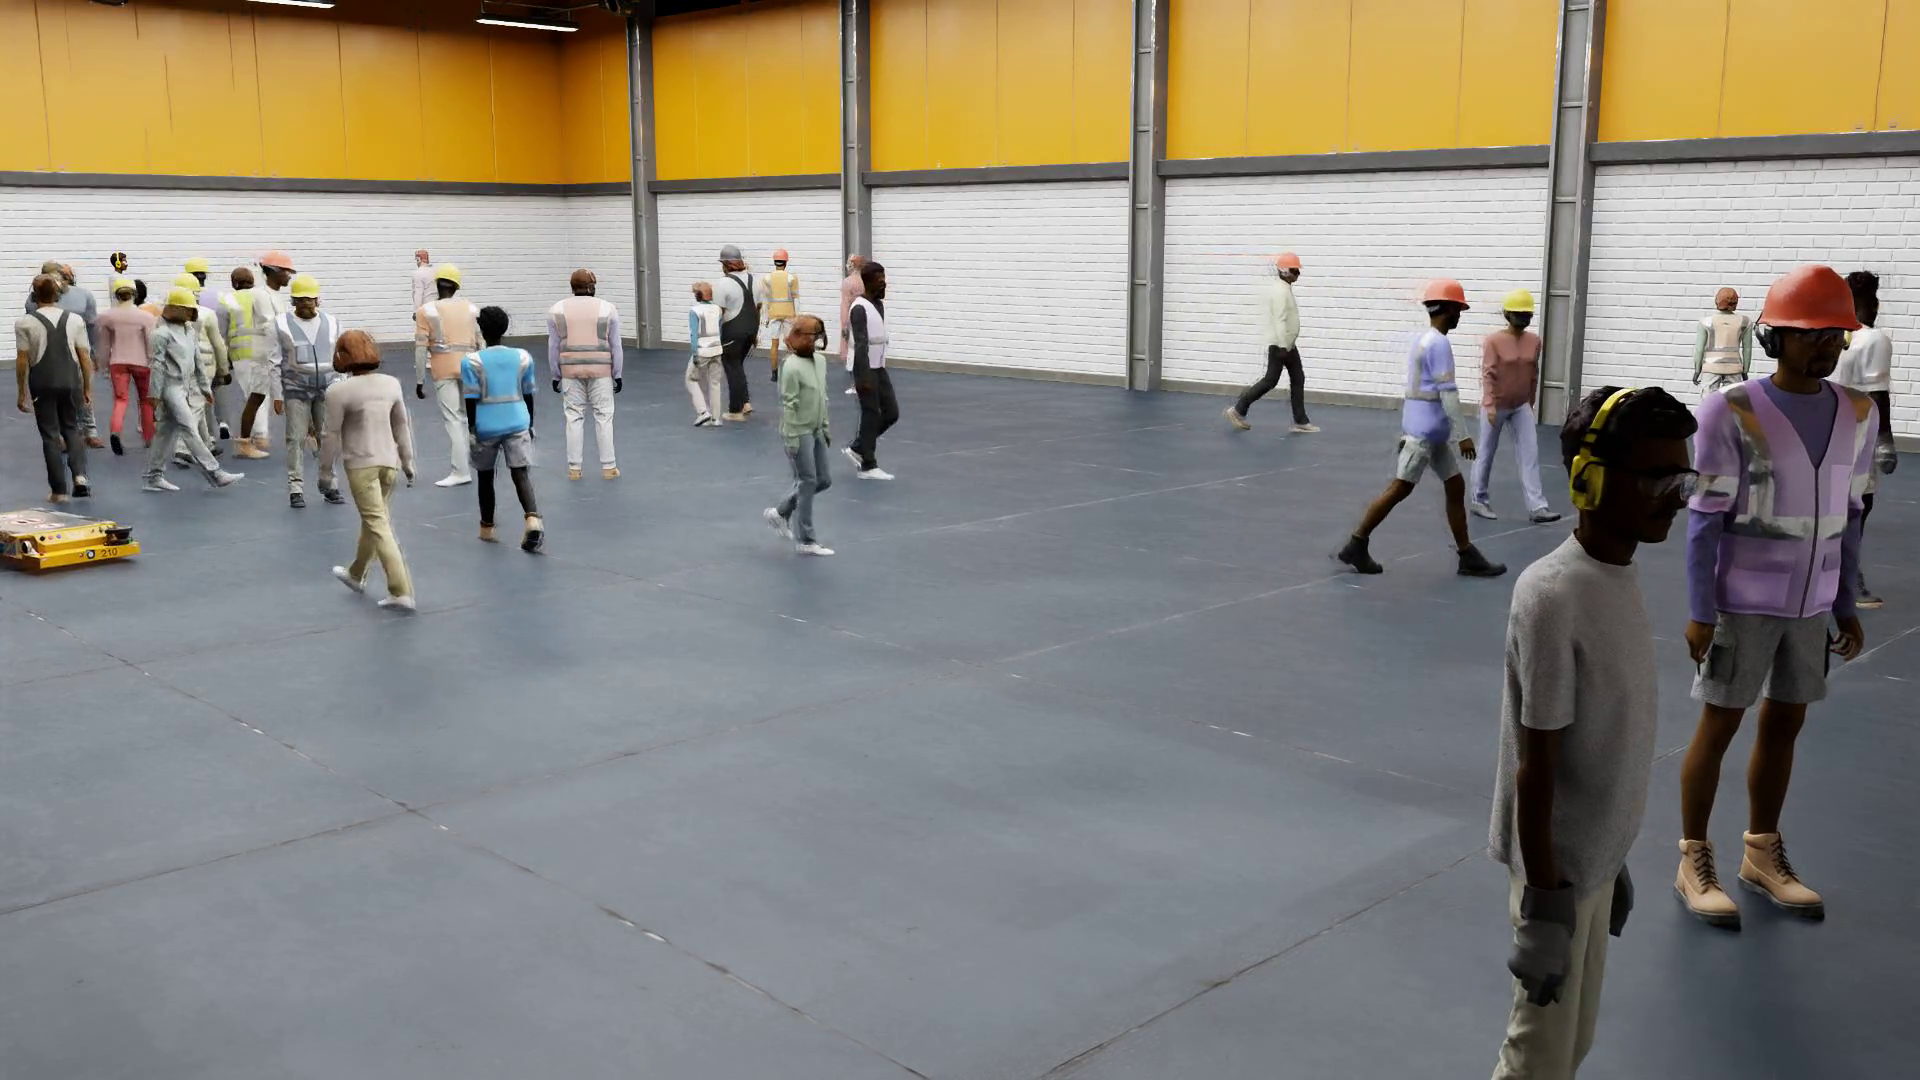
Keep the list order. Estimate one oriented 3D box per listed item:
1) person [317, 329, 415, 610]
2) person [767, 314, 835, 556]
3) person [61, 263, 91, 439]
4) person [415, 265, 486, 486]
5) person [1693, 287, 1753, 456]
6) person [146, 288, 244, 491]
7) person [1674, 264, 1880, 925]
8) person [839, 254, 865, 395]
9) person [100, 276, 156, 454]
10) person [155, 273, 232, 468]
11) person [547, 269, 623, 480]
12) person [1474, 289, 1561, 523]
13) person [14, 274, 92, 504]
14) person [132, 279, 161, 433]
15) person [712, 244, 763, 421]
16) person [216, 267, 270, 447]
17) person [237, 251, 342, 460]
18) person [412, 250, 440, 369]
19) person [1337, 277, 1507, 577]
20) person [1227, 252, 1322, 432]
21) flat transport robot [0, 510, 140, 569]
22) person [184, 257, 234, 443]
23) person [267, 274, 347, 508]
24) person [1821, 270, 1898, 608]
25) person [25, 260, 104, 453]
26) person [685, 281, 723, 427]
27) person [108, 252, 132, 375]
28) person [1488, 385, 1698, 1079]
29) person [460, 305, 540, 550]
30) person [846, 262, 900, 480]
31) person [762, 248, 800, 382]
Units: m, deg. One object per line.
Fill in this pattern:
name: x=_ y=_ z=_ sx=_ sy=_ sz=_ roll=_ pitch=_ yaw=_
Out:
person: x=-3.461 y=-0.411 z=9.608 sx=0.850 sy=1.588 sz=0.534 roll=6 pitch=12 yaw=30
person: x=-1.074 y=-0.701 z=11.101 sx=0.463 sy=1.617 sz=0.526 roll=4 pitch=11 yaw=22
person: x=-9.159 y=-1.921 z=17.140 sx=0.605 sy=1.844 sz=0.547 roll=0 pitch=10 yaw=1
person: x=-4.396 y=-1.423 z=14.382 sx=0.676 sy=1.874 sz=0.637 roll=10 pitch=14 yaw=44
person: x=7.279 y=-1.590 z=15.905 sx=0.515 sy=1.640 sz=0.315 roll=3 pitch=11 yaw=14
person: x=-6.390 y=-1.232 z=13.778 sx=0.927 sy=1.684 sz=0.501 roll=0 pitch=10 yaw=2
person: x=2.543 y=0.180 z=5.153 sx=0.609 sy=2.043 sz=0.397 roll=-2 pitch=11 yaw=-12
person: x=-1.350 y=-2.857 z=22.131 sx=0.554 sy=1.890 sz=0.651 roll=9 pitch=13 yaw=39
person: x=-8.206 y=-1.725 z=16.396 sx=0.547 sy=1.729 sz=0.824 roll=-2 pitch=11 yaw=-11
person: x=-7.156 y=-1.577 z=15.451 sx=0.579 sy=1.791 sz=0.927 roll=2 pitch=11 yaw=12
person: x=-3.266 y=-1.443 z=14.563 sx=0.634 sy=1.839 sz=0.429 roll=-1 pitch=10 yaw=-6
person: x=4.094 y=-0.969 z=12.265 sx=0.540 sy=1.728 sz=0.855 roll=-3 pitch=11 yaw=-16
person: x=-7.207 y=-1.192 z=13.224 sx=0.387 sy=1.829 sz=0.519 roll=9 pitch=14 yaw=40
person: x=-8.631 y=-1.964 z=17.831 sx=0.603 sy=1.673 sz=0.547 roll=2 pitch=11 yaw=12
person: x=-2.638 y=-2.392 z=19.186 sx=0.561 sy=2.000 sz=0.704 roll=7 pitch=12 yaw=33
person: x=-7.264 y=-1.864 z=16.964 sx=0.822 sy=1.801 sz=0.635 roll=9 pitch=13 yaw=39
person: x=-6.443 y=-1.741 z=15.807 sx=1.073 sy=1.969 sz=0.642 roll=0 pitch=10 yaw=0
person: x=-8.581 y=-3.701 z=26.713 sx=0.407 sy=1.902 sz=0.639 roll=3 pitch=11 yaw=17
person: x=2.898 y=-0.700 z=10.423 sx=1.031 sy=1.879 sz=0.574 roll=3 pitch=11 yaw=14
person: x=3.432 y=-2.140 z=18.054 sx=0.962 sy=1.967 sz=0.620 roll=4 pitch=11 yaw=23
flat transport robot: x=-6.186 y=-0.025 z=11.110 sx=1.431 sy=0.197 sz=0.652 roll=7 pitch=13 yaw=34
person: x=-7.800 y=-1.946 z=17.120 sx=0.596 sy=1.907 sz=0.420 roll=-9 pitch=14 yaw=-41
person: x=-5.124 y=-1.175 z=13.126 sx=0.599 sy=1.827 sz=0.403 roll=-8 pitch=13 yaw=-36
person: x=5.210 y=-0.595 z=9.717 sx=0.396 sy=1.937 sz=0.756 roll=1 pitch=10 yaw=5
person: x=-8.789 y=-1.794 z=16.370 sx=0.637 sy=1.888 sz=0.752 roll=-10 pitch=14 yaw=-42
person: x=-2.839 y=-2.061 z=18.534 sx=0.381 sy=1.626 sz=0.522 roll=8 pitch=13 yaw=37
person: x=-12.795 y=-3.451 z=25.426 sx=0.316 sy=1.870 sz=0.531 roll=-8 pitch=13 yaw=-36
person: x=1.170 y=0.637 z=3.154 sx=0.312 sy=1.864 sz=0.532 roll=7 pitch=13 yaw=34
person: x=-3.118 y=-0.767 z=11.358 sx=0.530 sy=1.671 sz=0.825 roll=-7 pitch=12 yaw=-32
person: x=-0.770 y=-1.465 z=14.509 sx=0.444 sy=1.903 sz=0.593 roll=4 pitch=11 yaw=22
person: x=-2.602 y=-3.275 z=24.283 sx=0.544 sy=1.939 sz=0.354 roll=0 pitch=10 yaw=2
